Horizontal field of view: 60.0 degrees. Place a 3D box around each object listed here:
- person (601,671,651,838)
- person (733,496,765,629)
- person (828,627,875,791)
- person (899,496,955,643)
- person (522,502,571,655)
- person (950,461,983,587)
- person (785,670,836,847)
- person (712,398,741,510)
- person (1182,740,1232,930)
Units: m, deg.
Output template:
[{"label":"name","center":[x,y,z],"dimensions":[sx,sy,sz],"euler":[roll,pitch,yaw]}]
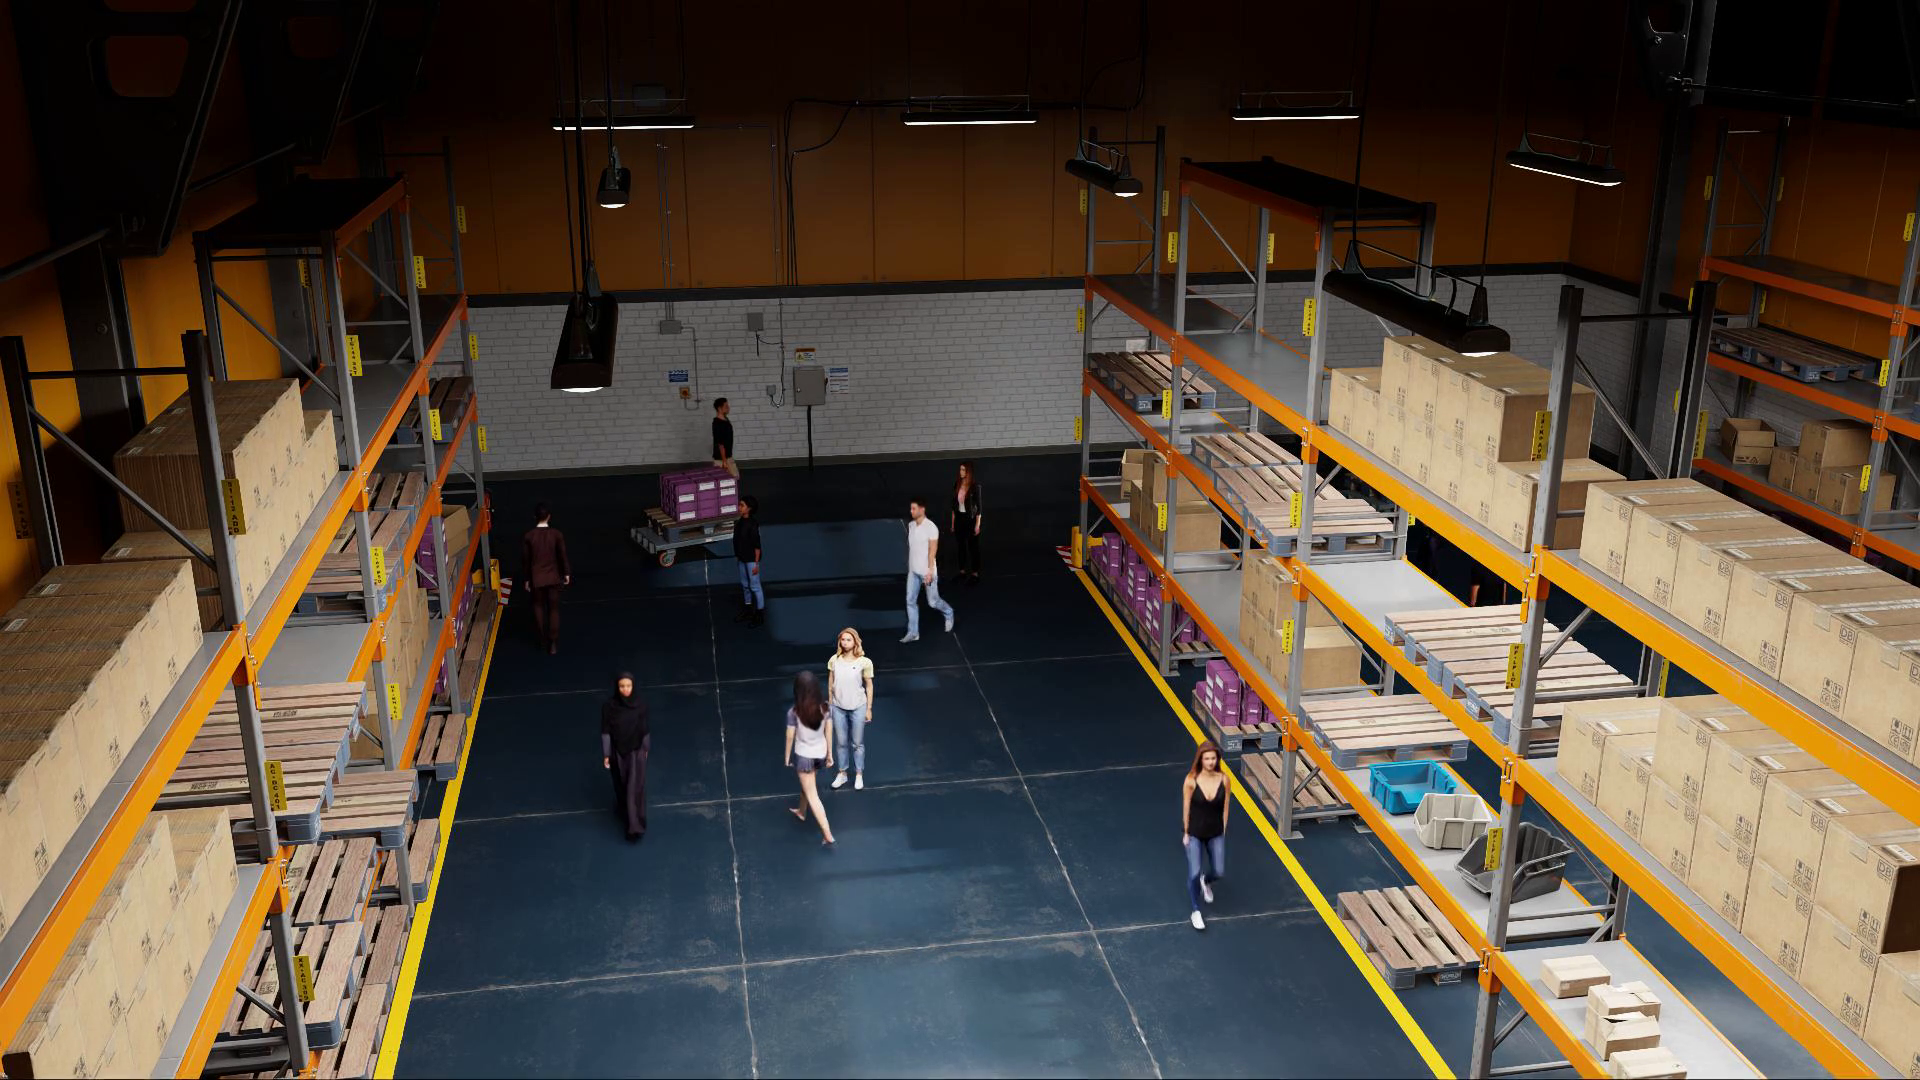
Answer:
[{"label":"person","center":[-3.213,1.988,16.013],"dimensions":[0.646,1.608,1.127],"euler":[-2,19,-5]},{"label":"person","center":[-2.660,0.254,21.014],"dimensions":[0.720,1.701,0.628],"euler":[-16,24,-39]},{"label":"person","center":[-1.106,1.683,16.737],"dimensions":[0.698,1.723,0.667],"euler":[4,19,11]},{"label":"person","center":[-0.392,0.354,20.520],"dimensions":[1.144,1.829,1.140],"euler":[16,24,38]},{"label":"person","center":[-5.007,0.492,20.083],"dimensions":[0.710,1.846,0.794],"euler":[-4,19,-11]},{"label":"person","center":[0.103,-0.243,22.474],"dimensions":[0.673,1.713,0.736],"euler":[13,23,34]},{"label":"person","center":[-1.374,2.079,15.658],"dimensions":[0.909,1.662,1.234],"euler":[-12,22,-31]},{"label":"person","center":[-3.689,-1.259,25.281],"dimensions":[0.830,1.846,0.740],"euler":[2,19,6]},{"label":"person","center":[2.088,2.494,14.351],"dimensions":[0.601,1.710,0.766],"euler":[-2,19,-5]}]
